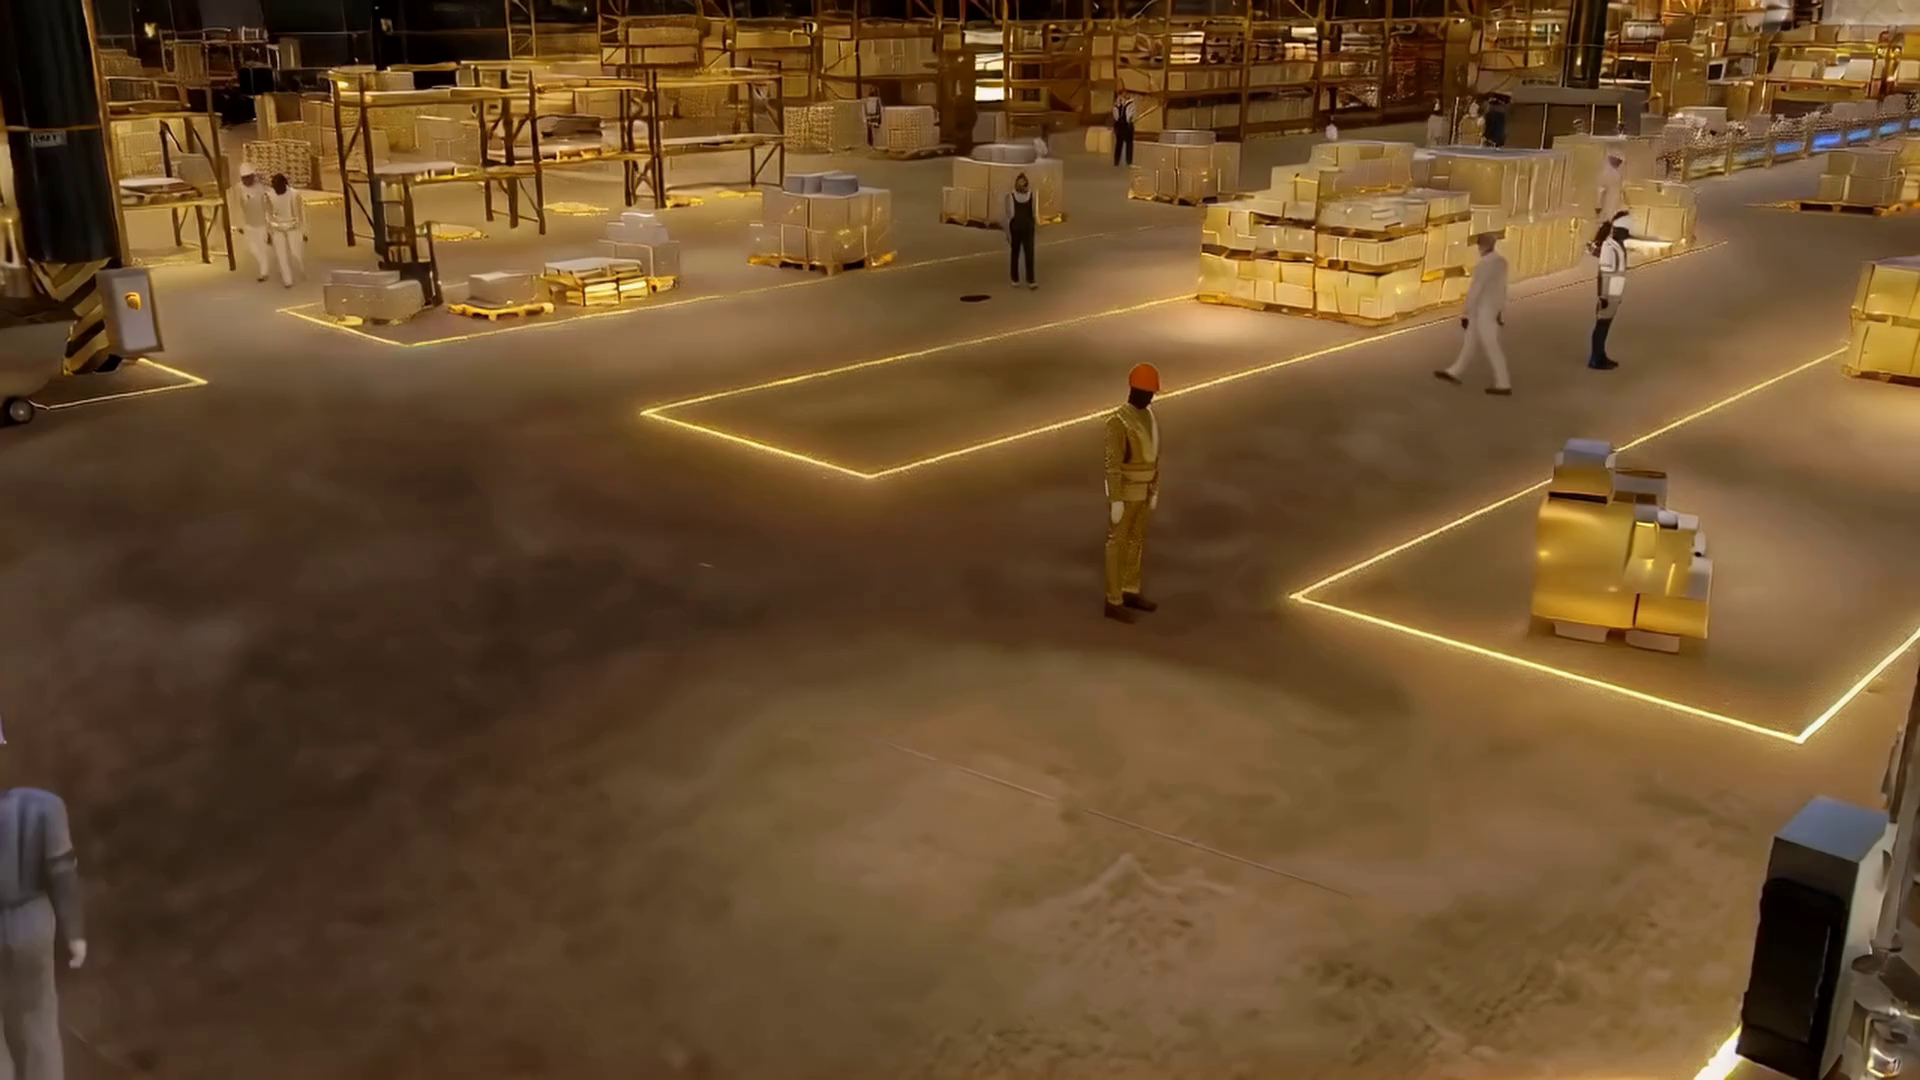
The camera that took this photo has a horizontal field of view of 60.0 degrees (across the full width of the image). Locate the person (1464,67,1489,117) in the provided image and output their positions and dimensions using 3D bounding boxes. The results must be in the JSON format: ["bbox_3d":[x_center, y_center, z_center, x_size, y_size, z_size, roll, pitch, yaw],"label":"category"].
[{"bbox_3d":[18.561,-15.932,59.386,0.672,1.849,1.010,-13,22,-34],"label":"person"}]

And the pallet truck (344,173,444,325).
[{"bbox_3d":[-8.209,-4.181,23.757,0.823,1.965,1.885,3,19,9],"label":"pallet truck"}]

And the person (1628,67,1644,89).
[{"bbox_3d":[24.593,-16.291,60.586,0.591,1.790,0.940,14,23,36],"label":"person"}]

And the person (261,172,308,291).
[{"bbox_3d":[-10.492,-4.801,25.894,0.647,1.824,0.442,-5,19,-15],"label":"person"}]

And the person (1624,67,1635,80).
[{"bbox_3d":[25.258,-16.934,62.676,0.546,1.686,0.399,13,22,34],"label":"person"}]

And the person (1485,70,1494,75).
[{"bbox_3d":[22.602,-19.777,71.251,0.637,1.675,0.554,-16,24,-40],"label":"person"}]

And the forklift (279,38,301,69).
[{"bbox_3d":[-24.151,-16.759,60.275,1.129,2.768,1.873,17,25,41],"label":"forklift"}]

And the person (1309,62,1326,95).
[{"bbox_3d":[15.789,-20.585,73.360,1.043,1.878,0.661,-10,21,-28],"label":"person"}]

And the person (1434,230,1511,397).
[{"bbox_3d":[6.048,-2.642,19.318,1.051,1.877,0.639,15,23,38],"label":"person"}]

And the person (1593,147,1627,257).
[{"bbox_3d":[11.335,-5.867,28.956,0.504,1.919,0.542,15,23,38],"label":"person"}]

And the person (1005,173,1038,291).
[{"bbox_3d":[0.967,-4.754,25.775,0.530,1.806,0.878,-6,19,-16],"label":"person"}]

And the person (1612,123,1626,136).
[{"bbox_3d":[14.641,-8.483,37.219,0.560,1.666,0.563,13,22,34],"label":"person"}]

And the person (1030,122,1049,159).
[{"bbox_3d":[1.753,-7.684,34.476,0.846,1.885,0.636,13,22,34],"label":"person"}]

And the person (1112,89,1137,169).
[{"bbox_3d":[4.333,-10.755,43.498,0.679,2.000,0.537,10,21,29],"label":"person"}]

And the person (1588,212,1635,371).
[{"bbox_3d":[8.047,-3.073,20.511,0.358,1.936,0.552,13,22,34],"label":"person"}]

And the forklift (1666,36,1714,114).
[{"bbox_3d":[27.341,-17.291,61.877,1.129,2.768,1.873,17,25,41],"label":"forklift"}]

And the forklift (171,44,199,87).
[{"bbox_3d":[-24.593,-14.348,53.009,1.129,2.768,1.873,17,25,41],"label":"forklift"}]

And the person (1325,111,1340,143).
[{"bbox_3d":[8.497,-8.933,38.300,0.652,1.854,0.534,11,21,29],"label":"person"}]

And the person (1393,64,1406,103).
[{"bbox_3d":[17.917,-18.569,67.736,0.518,1.586,0.850,14,23,37],"label":"person"}]

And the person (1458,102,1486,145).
[{"bbox_3d":[12.182,-9.447,39.674,0.613,1.962,0.361,7,19,19],"label":"person"}]

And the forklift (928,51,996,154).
[{"bbox_3d":[0.059,-12.559,47.621,1.129,2.768,1.873,17,25,41],"label":"forklift"}]

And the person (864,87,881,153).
[{"bbox_3d":[-2.465,-11.929,47.295,0.621,1.869,0.426,11,21,29],"label":"person"}]

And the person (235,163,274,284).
[{"bbox_3d":[-11.231,-5.083,26.616,0.605,1.906,0.557,2,19,7],"label":"person"}]

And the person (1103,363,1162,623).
[{"bbox_3d":[1.293,-0.365,12.353,0.412,1.938,0.605,13,22,34],"label":"person"}]

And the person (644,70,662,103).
[{"bbox_3d":[-10.425,-14.996,56.486,0.603,1.910,0.390,-2,18,-7],"label":"person"}]

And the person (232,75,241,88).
[{"bbox_3d":[-22.514,-13.594,52.210,0.631,1.940,0.370,-14,23,-35],"label":"person"}]

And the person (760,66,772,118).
[{"bbox_3d":[-7.071,-16.335,60.622,0.429,1.841,0.633,2,18,6],"label":"person"}]

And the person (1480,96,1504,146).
[{"bbox_3d":[13.249,-10.040,41.456,0.621,1.967,0.659,-4,19,-12],"label":"person"}]

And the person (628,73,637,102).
[{"bbox_3d":[-11.805,-15.859,59.531,0.516,1.626,0.369,0,18,0],"label":"person"}]

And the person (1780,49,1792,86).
[{"bbox_3d":[40.066,-22.892,80.493,0.315,1.770,0.524,-10,21,-29],"label":"person"}]

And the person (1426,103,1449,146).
[{"bbox_3d":[12.309,-10.384,42.886,0.526,1.719,0.912,0,18,1],"label":"person"}]

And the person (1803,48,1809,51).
[{"bbox_3d":[41.756,-23.544,82.109,0.648,1.981,0.415,3,19,8],"label":"person"}]

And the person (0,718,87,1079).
[{"bbox_3d":[-3.793,1.567,6.570,0.623,1.909,0.470,-9,20,-25],"label":"person"}]

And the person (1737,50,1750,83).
[{"bbox_3d":[35.175,-21.038,74.690,0.542,1.909,0.926,16,24,40],"label":"person"}]

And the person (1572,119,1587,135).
[{"bbox_3d":[13.846,-8.580,37.432,0.628,1.728,0.686,-10,21,-28],"label":"person"}]

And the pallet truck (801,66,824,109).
[{"bbox_3d":[-4.812,-15.182,56.903,0.823,1.965,1.885,-9,21,-26],"label":"pallet truck"}]

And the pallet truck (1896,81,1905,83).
[{"bbox_3d":[34.802,-16.331,61.455,0.653,1.274,1.630,17,25,41],"label":"pallet truck"}]

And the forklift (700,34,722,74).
[{"bbox_3d":[-9.729,-18.403,65.229,1.129,2.768,1.873,17,25,41],"label":"forklift"}]
